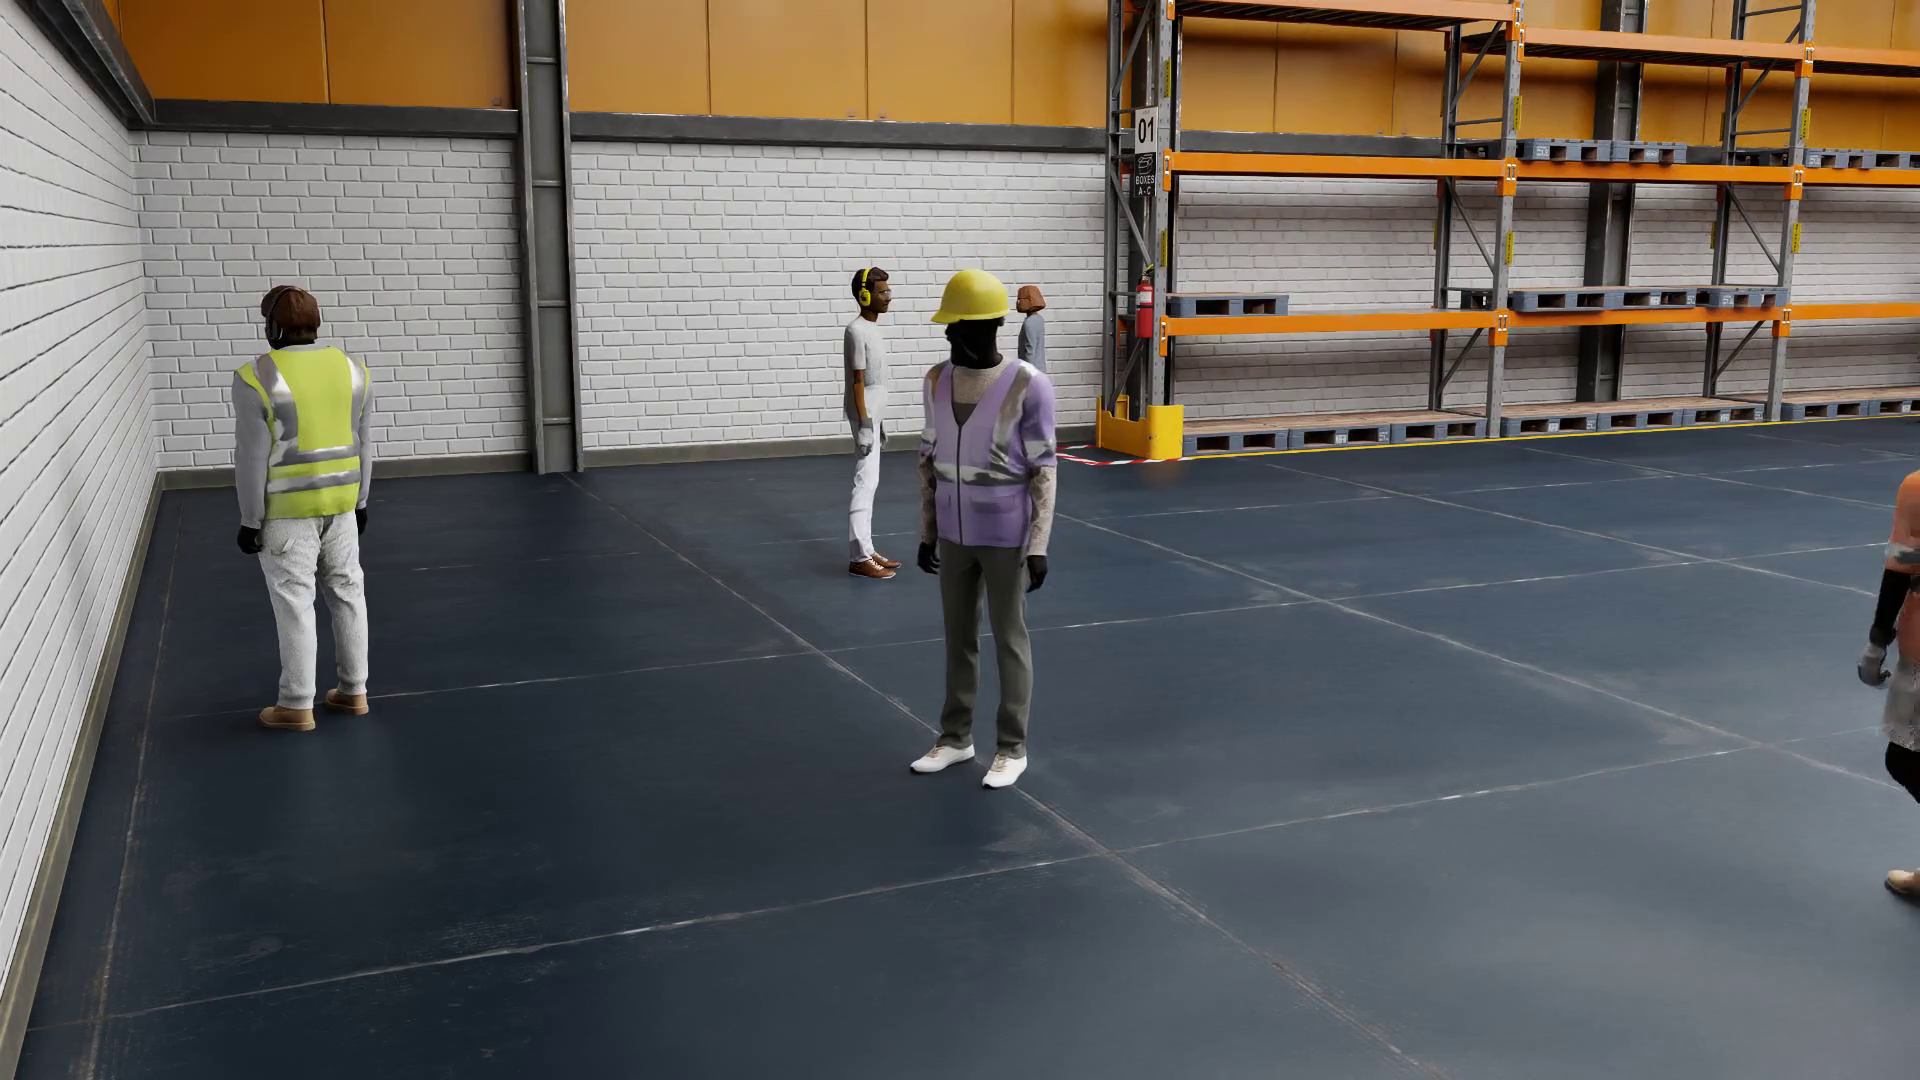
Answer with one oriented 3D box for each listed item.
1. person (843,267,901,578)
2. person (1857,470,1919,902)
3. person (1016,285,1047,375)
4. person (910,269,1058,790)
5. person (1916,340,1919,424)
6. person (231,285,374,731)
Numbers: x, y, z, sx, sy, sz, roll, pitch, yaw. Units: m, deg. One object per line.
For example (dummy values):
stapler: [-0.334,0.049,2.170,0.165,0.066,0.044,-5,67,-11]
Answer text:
person: [-0.537,-0.711,10.098,0.328,1.872,0.515,1,10,5]
person: [2.942,0.336,4.783,0.530,1.679,0.612,-1,10,-8]
person: [0.641,-1.468,14.972,0.266,1.631,0.507,3,10,14]
person: [0.079,-0.036,6.190,0.588,1.923,0.383,8,13,37]
person: [10.843,-2.074,18.350,0.500,1.633,0.285,2,10,13]
person: [-2.742,-0.132,6.944,0.429,1.846,0.626,7,12,33]
